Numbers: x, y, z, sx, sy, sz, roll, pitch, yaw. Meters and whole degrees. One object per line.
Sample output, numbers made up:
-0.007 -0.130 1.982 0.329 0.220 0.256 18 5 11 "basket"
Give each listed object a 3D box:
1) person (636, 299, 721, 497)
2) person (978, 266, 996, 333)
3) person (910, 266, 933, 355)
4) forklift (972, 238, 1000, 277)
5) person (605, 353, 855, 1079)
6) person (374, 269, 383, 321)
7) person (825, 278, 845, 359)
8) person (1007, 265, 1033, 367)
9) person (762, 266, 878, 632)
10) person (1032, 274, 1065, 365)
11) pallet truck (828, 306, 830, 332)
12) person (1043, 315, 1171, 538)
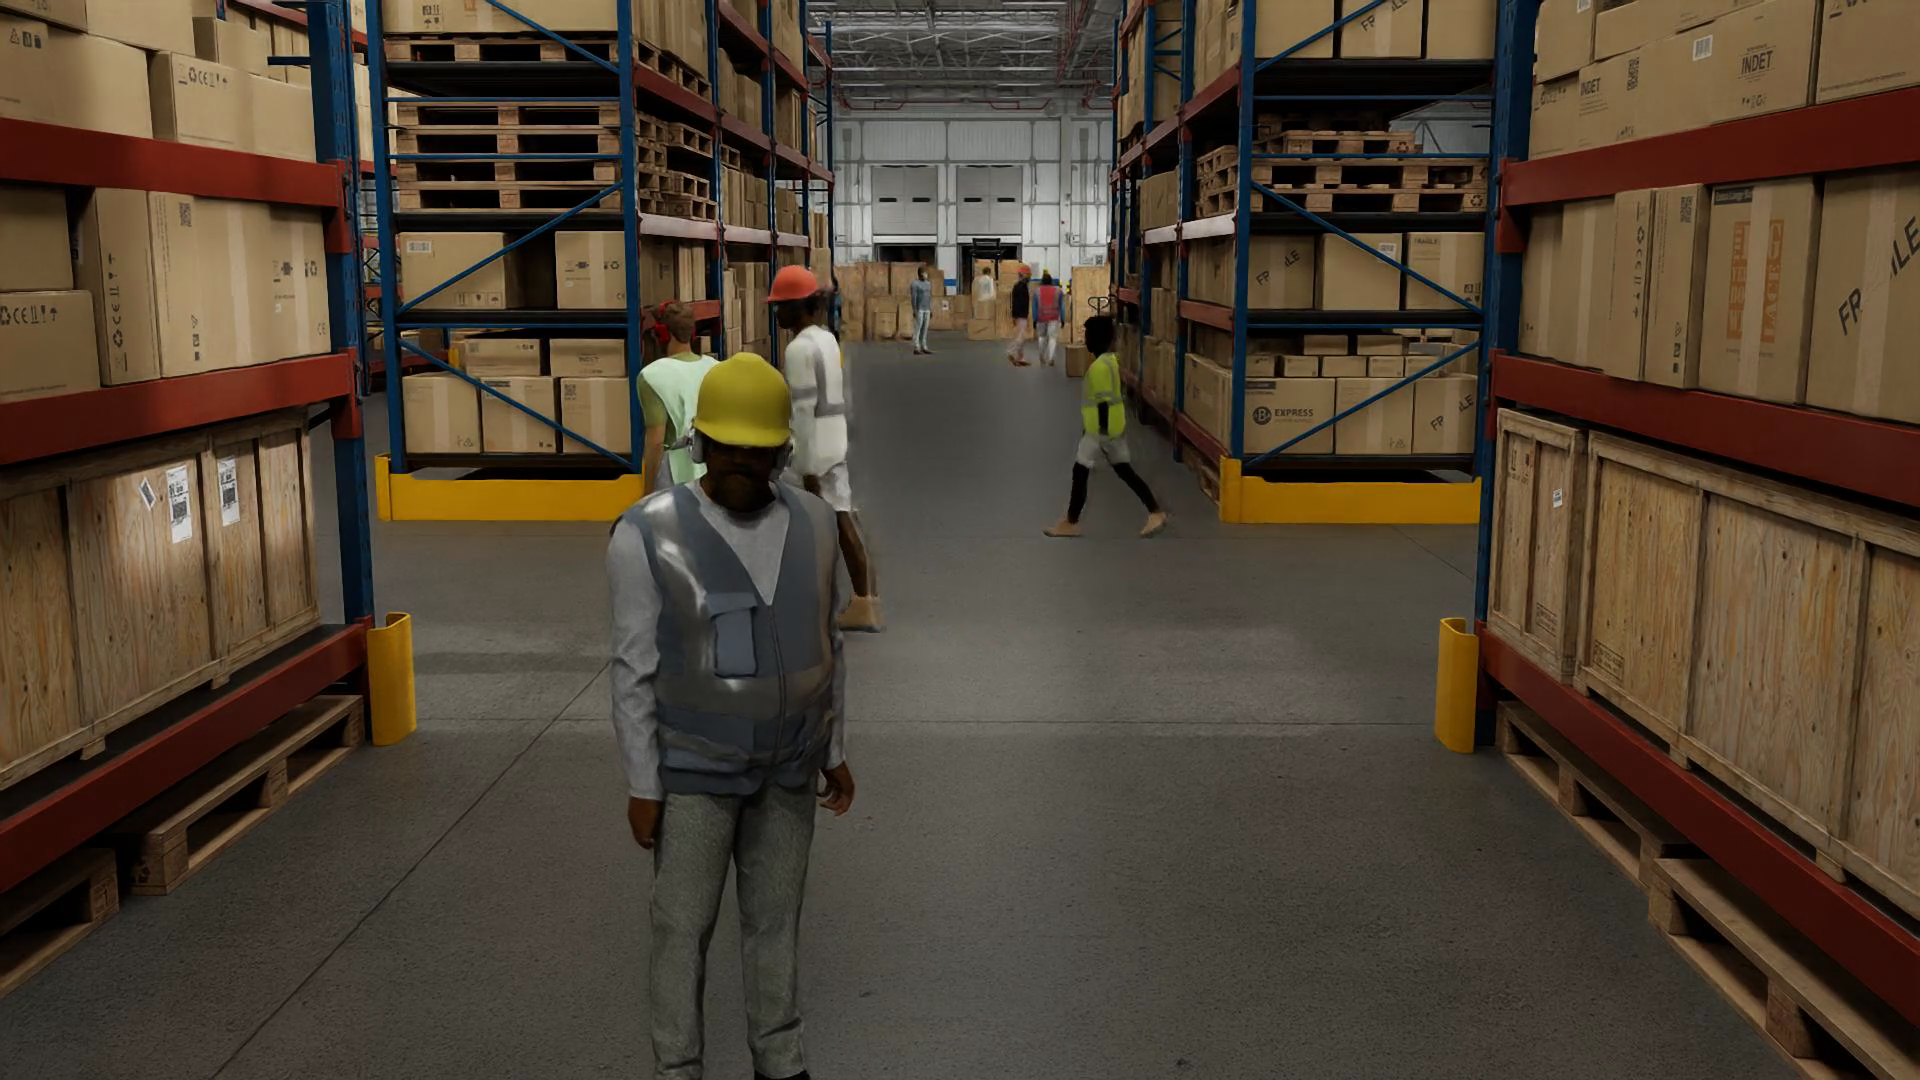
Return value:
-1.352 -0.263 8.238 0.374 1.840 0.572 6 11 34 "person"
0.810 -6.856 47.507 0.439 1.919 0.654 -4 10 -24 "person"
-0.833 -5.027 36.490 0.373 1.940 0.627 7 12 37 "person"
0.870 -8.589 55.008 1.129 2.768 1.873 0 9 1 "forklift"
-0.495 0.493 3.768 0.587 1.825 0.404 -7 12 -35 "person"
-19.609 -8.457 56.730 0.694 2.000 0.780 -4 10 -24 "person"
-2.642 -4.631 34.834 0.318 1.699 0.535 -8 12 -40 "person"
1.203 -4.329 32.192 0.431 1.975 0.663 3 10 19 "person"
-0.910 -0.477 9.071 1.012 1.996 0.635 3 10 17 "person"
1.746 -4.352 32.884 0.645 1.802 0.957 0 9 2 "person"
-3.100 -3.940 29.800 1.885 1.965 0.823 3 10 19 "pallet truck"
1.111 -0.819 12.160 0.904 1.648 0.526 3 10 16 "person"
